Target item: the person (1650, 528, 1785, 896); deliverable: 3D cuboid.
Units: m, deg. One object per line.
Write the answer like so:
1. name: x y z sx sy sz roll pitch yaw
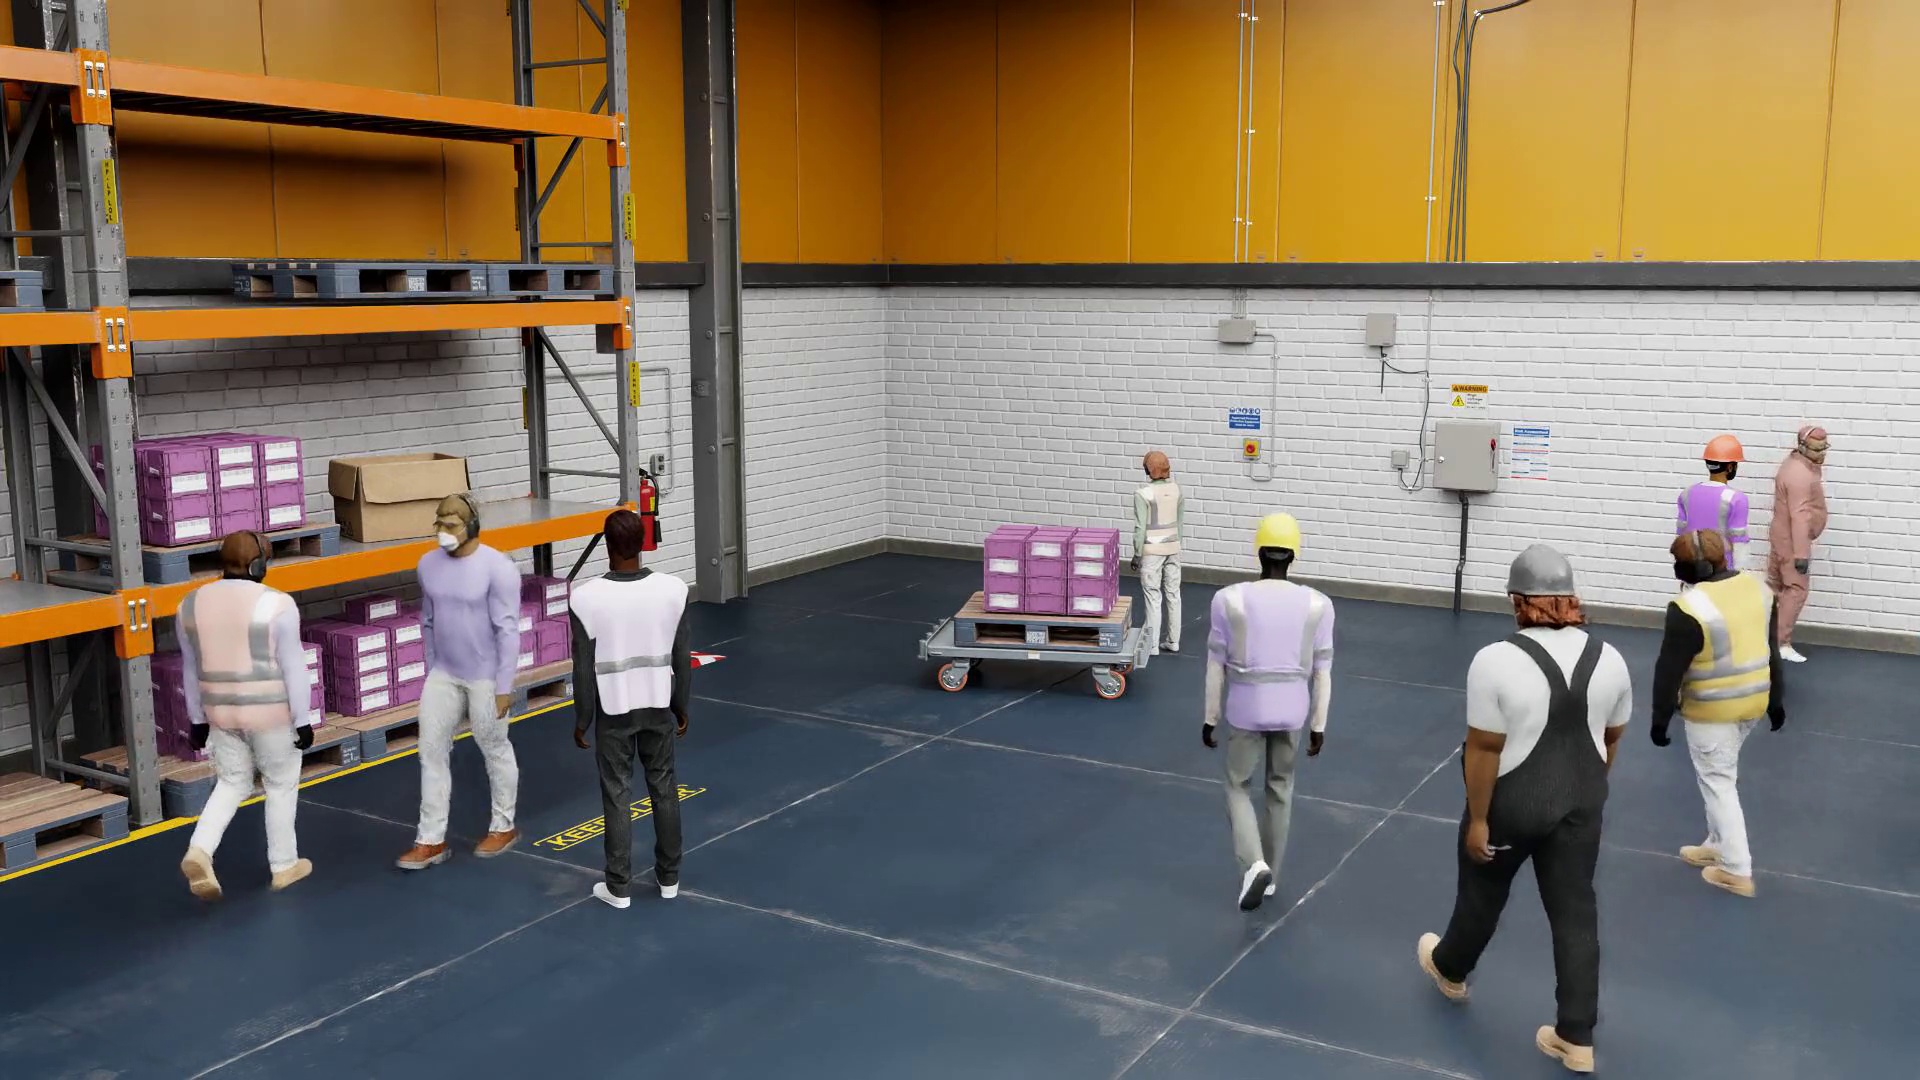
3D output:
1. person: 3.702 0.832 8.166 0.673 1.804 0.496 -5 10 -28

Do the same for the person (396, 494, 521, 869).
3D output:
1. person: -2.570 0.734 8.438 0.655 1.914 0.793 3 10 21

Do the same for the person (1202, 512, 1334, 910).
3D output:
1. person: 1.461 0.821 7.881 0.606 1.911 0.636 0 9 0

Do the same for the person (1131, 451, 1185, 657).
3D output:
1. person: 1.569 0.112 13.182 0.515 1.636 0.314 -6 11 -35

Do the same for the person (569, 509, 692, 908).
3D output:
1. person: -1.568 0.806 7.969 0.593 1.921 0.392 -5 10 -28

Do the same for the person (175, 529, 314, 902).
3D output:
1. person: -3.457 0.859 8.010 0.632 1.811 0.689 1 9 9

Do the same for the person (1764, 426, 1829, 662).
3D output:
1. person: 6.489 0.019 13.073 0.560 1.865 0.737 3 10 20

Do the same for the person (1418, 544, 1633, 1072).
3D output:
1. person: 2.247 0.968 6.580 0.704 2.000 1.027 -2 9 -11

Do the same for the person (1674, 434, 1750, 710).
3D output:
1. person: 5.175 0.244 11.415 0.365 1.939 0.542 -5 10 -26
